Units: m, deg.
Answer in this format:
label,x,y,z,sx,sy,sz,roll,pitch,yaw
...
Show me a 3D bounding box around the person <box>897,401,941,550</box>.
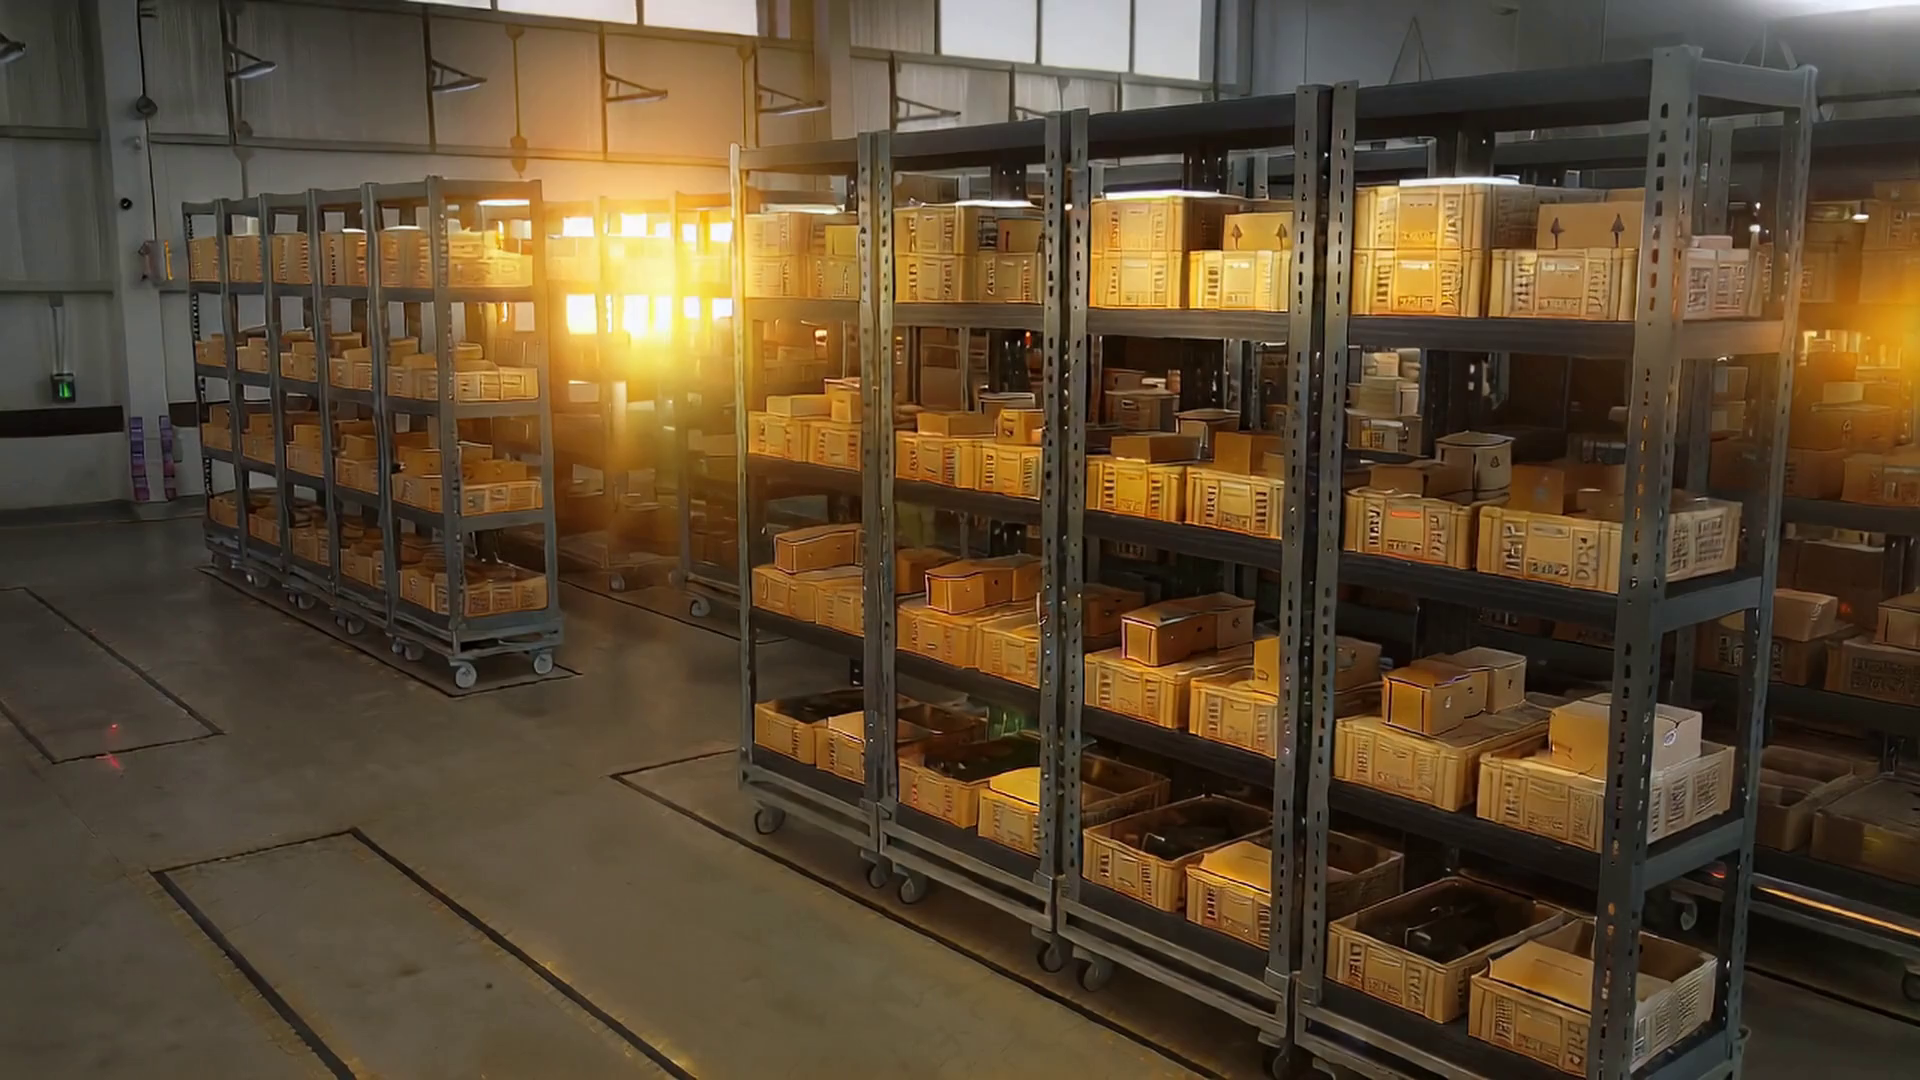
label,x,y,z,sx,sy,sz,roll,pitch,yaw
person,-0.433,-0.343,14.879,0.640,1.815,0.591,9,13,42
